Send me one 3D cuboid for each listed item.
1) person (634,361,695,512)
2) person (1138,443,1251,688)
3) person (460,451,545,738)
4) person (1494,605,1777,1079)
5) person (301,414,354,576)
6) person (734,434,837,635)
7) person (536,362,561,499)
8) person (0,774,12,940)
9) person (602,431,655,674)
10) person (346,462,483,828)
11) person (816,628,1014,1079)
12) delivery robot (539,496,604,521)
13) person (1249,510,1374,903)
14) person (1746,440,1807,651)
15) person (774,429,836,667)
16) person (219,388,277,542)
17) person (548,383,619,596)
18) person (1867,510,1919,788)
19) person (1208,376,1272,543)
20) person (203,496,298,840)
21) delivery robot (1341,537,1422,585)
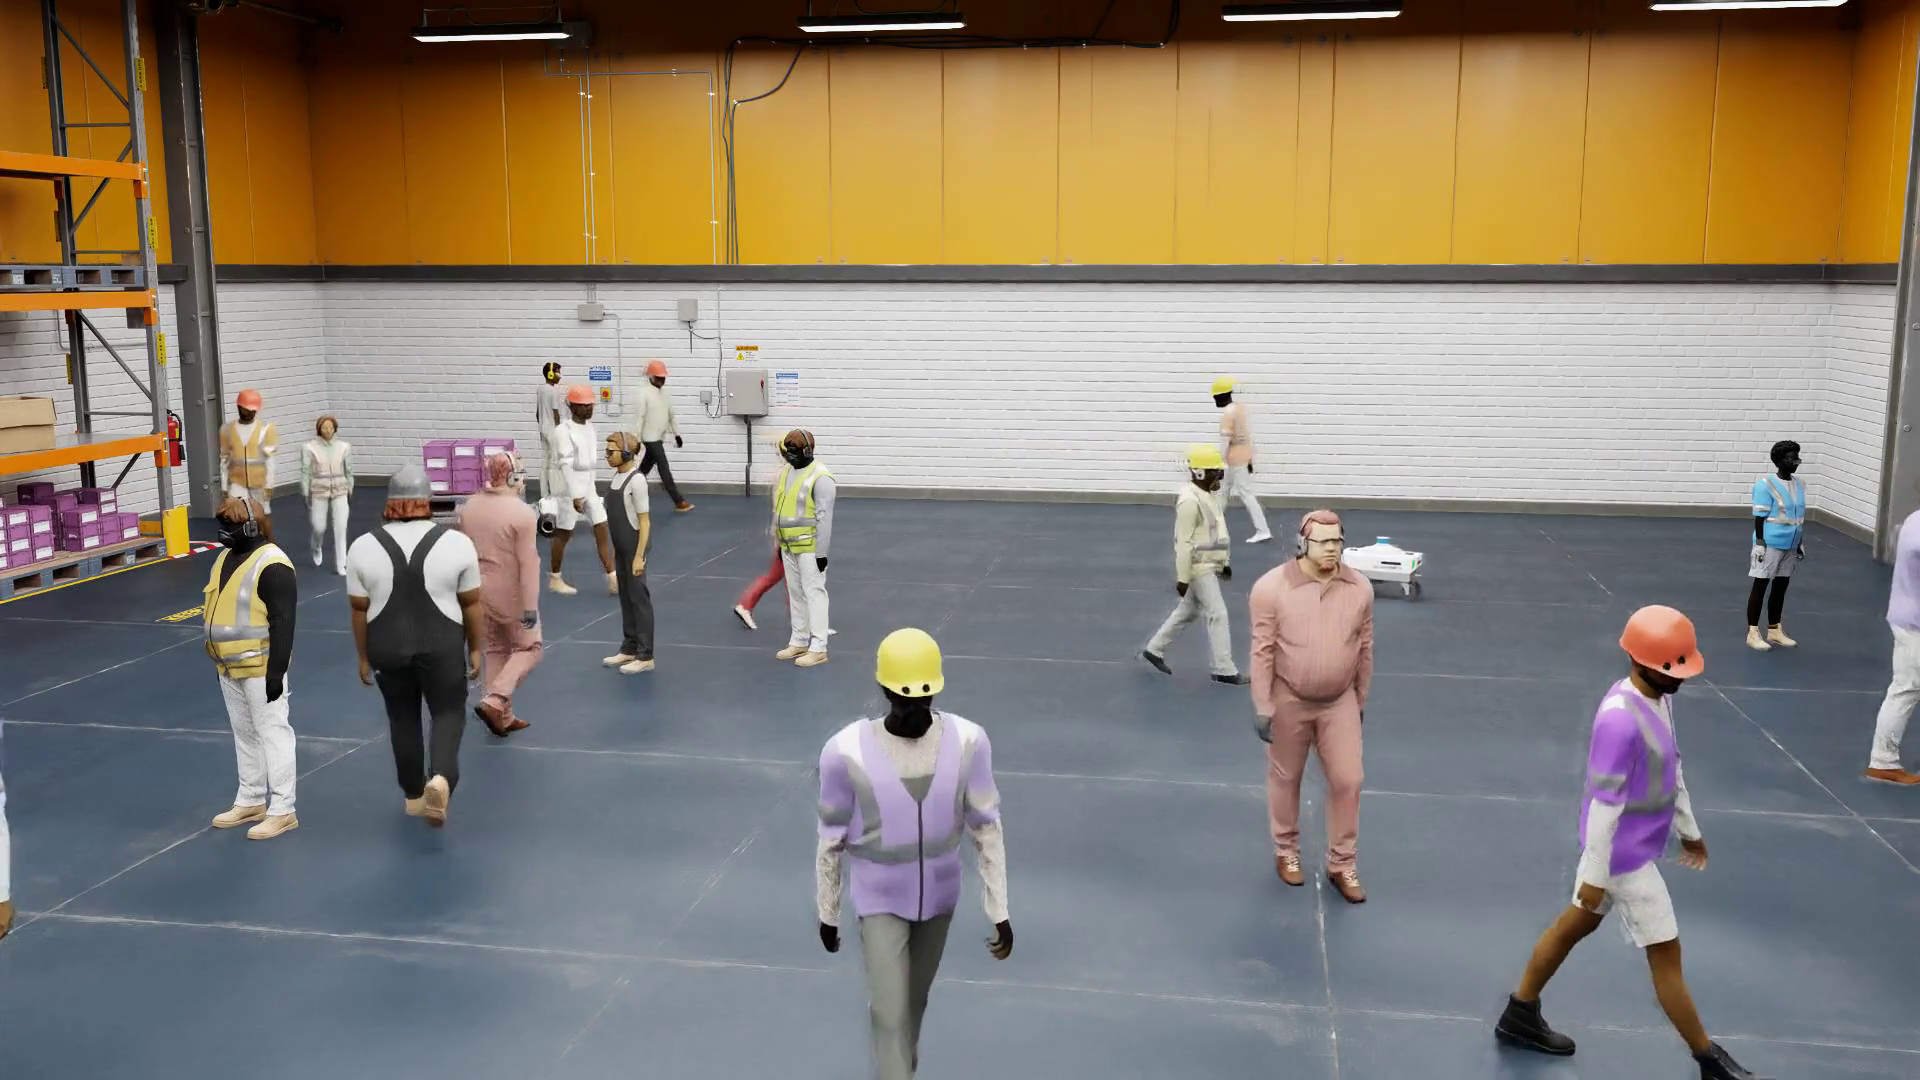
[{"bbox_3d":[-3.847,-1.313,21.089,1.058,1.927,0.716,4,10,21],"label":"person"},{"bbox_3d":[1.738,0.171,12.279,0.884,1.797,0.592,3,10,18],"label":"person"},{"bbox_3d":[-2.981,0.370,10.769,0.647,1.891,0.522,6,11,32],"label":"person"},{"bbox_3d":[2.503,1.127,6.149,1.035,1.856,0.613,5,10,26],"label":"person"},{"bbox_3d":[-6.360,-0.464,16.729,0.524,1.621,0.613,-6,11,-32],"label":"person"},{"bbox_3d":[-1.503,-0.062,13.966,0.881,1.720,0.526,1,9,8],"label":"person"},{"bbox_3d":[-5.332,-1.383,21.702,0.331,1.864,0.513,-8,12,-42],"label":"person"},{"bbox_3d":[-3.513,1.181,5.620,0.554,1.908,0.690,-4,10,-23],"label":"person"},{"bbox_3d":[-2.512,0.091,12.608,0.347,1.846,0.505,-6,11,-33],"label":"person"},{"bbox_3d":[-2.961,0.561,9.089,0.693,2.000,0.746,-2,9,-11],"label":"person"},{"bbox_3d":[-0.140,1.214,5.561,0.606,1.871,1.003,-4,10,-22],"label":"person"},{"bbox_3d":[-4.485,-0.377,19.214,0.707,0.478,0.477,-1,9,-4],"label":"delivery robot"},{"bbox_3d":[1.720,0.800,8.059,0.640,1.888,0.724,-1,9,-4],"label":"person"},{"bbox_3d":[6.586,0.040,13.387,0.532,1.697,0.319,-4,10,-24],"label":"person"},{"bbox_3d":[-1.218,0.053,12.894,0.429,1.837,0.624,-7,12,-38],"label":"person"},{"bbox_3d":[-7.192,-0.607,16.846,0.574,1.891,0.913,-2,9,-13],"label":"person"},{"bbox_3d":[-3.461,-0.447,15.471,1.013,1.998,0.632,5,10,26],"label":"person"},{"bbox_3d":[5.737,0.530,9.691,0.741,1.916,0.633,4,10,25],"label":"person"},{"bbox_3d":[3.065,-0.897,18.675,1.008,1.869,0.620,3,10,18],"label":"person"},{"bbox_3d":[-3.828,0.679,8.973,0.627,1.844,0.429,7,11,36],"label":"person"},{"bbox_3d":[3.946,0.211,15.564,0.707,0.478,0.477,4,10,26],"label":"delivery robot"}]
